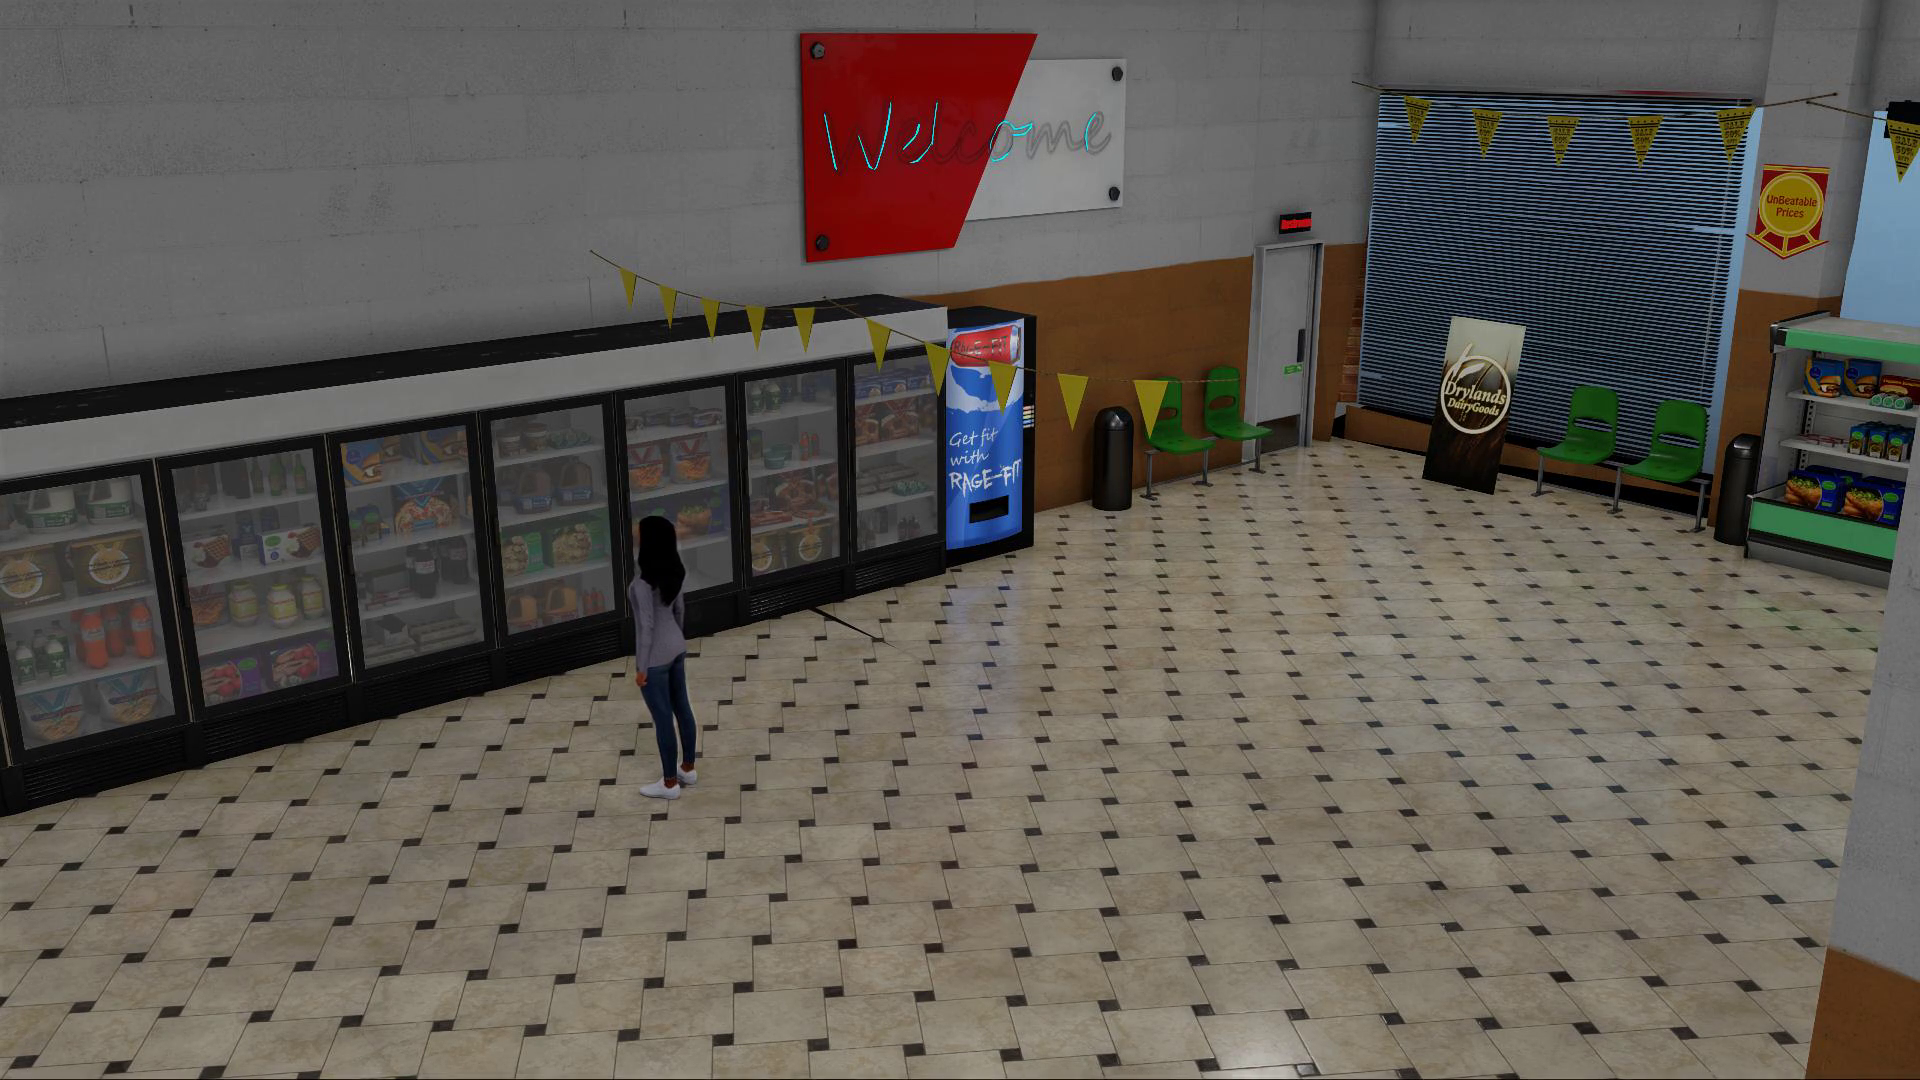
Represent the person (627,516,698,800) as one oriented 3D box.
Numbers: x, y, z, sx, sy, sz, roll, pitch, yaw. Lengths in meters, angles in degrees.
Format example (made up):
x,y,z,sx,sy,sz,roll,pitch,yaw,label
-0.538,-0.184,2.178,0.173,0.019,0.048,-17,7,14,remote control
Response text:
x,y,z,sx,sy,sz,roll,pitch,yaw,label
-1.769,0.694,9.940,0.676,1.735,0.686,7,18,22,person
